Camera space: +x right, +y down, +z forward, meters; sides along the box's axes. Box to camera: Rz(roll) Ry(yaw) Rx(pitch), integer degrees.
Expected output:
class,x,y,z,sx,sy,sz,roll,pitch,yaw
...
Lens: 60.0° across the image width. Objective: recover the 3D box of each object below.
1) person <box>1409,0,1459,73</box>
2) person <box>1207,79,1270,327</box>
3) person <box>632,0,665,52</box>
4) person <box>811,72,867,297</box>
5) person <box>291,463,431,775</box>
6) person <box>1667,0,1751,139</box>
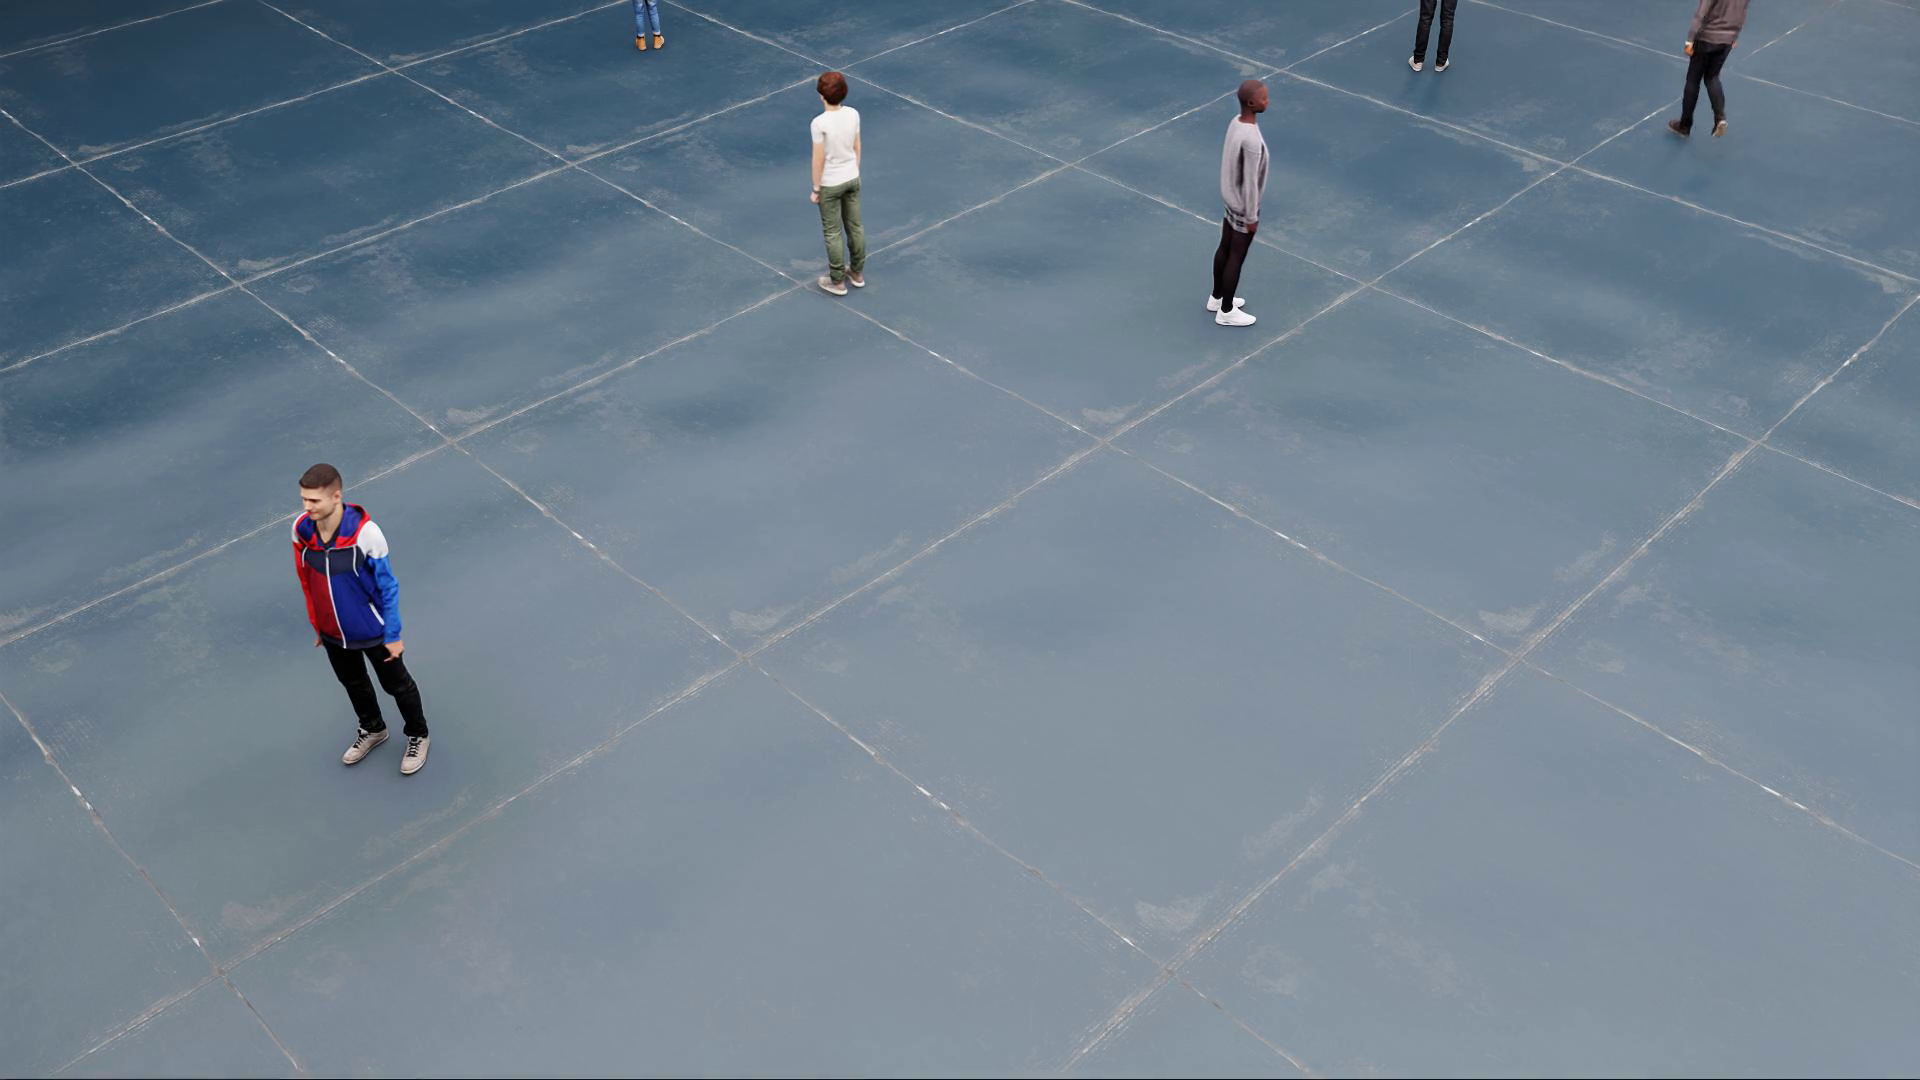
class,x,y,z,sx,sy,sz,roll,pitch,yaw
person,4.470,-5.231,15.392,0.700,1.761,0.720,6,38,8
person,1.946,-2.358,11.604,0.718,1.771,0.693,-5,38,-7
person,-3.056,-5.347,15.966,0.559,1.250,0.641,-7,38,-10
person,-0.875,-2.567,11.976,0.496,1.654,0.646,-26,44,-30
person,-2.899,0.381,8.013,0.723,1.757,0.728,8,38,11
person,6.414,-4.192,14.031,0.941,1.755,0.964,3,37,5
